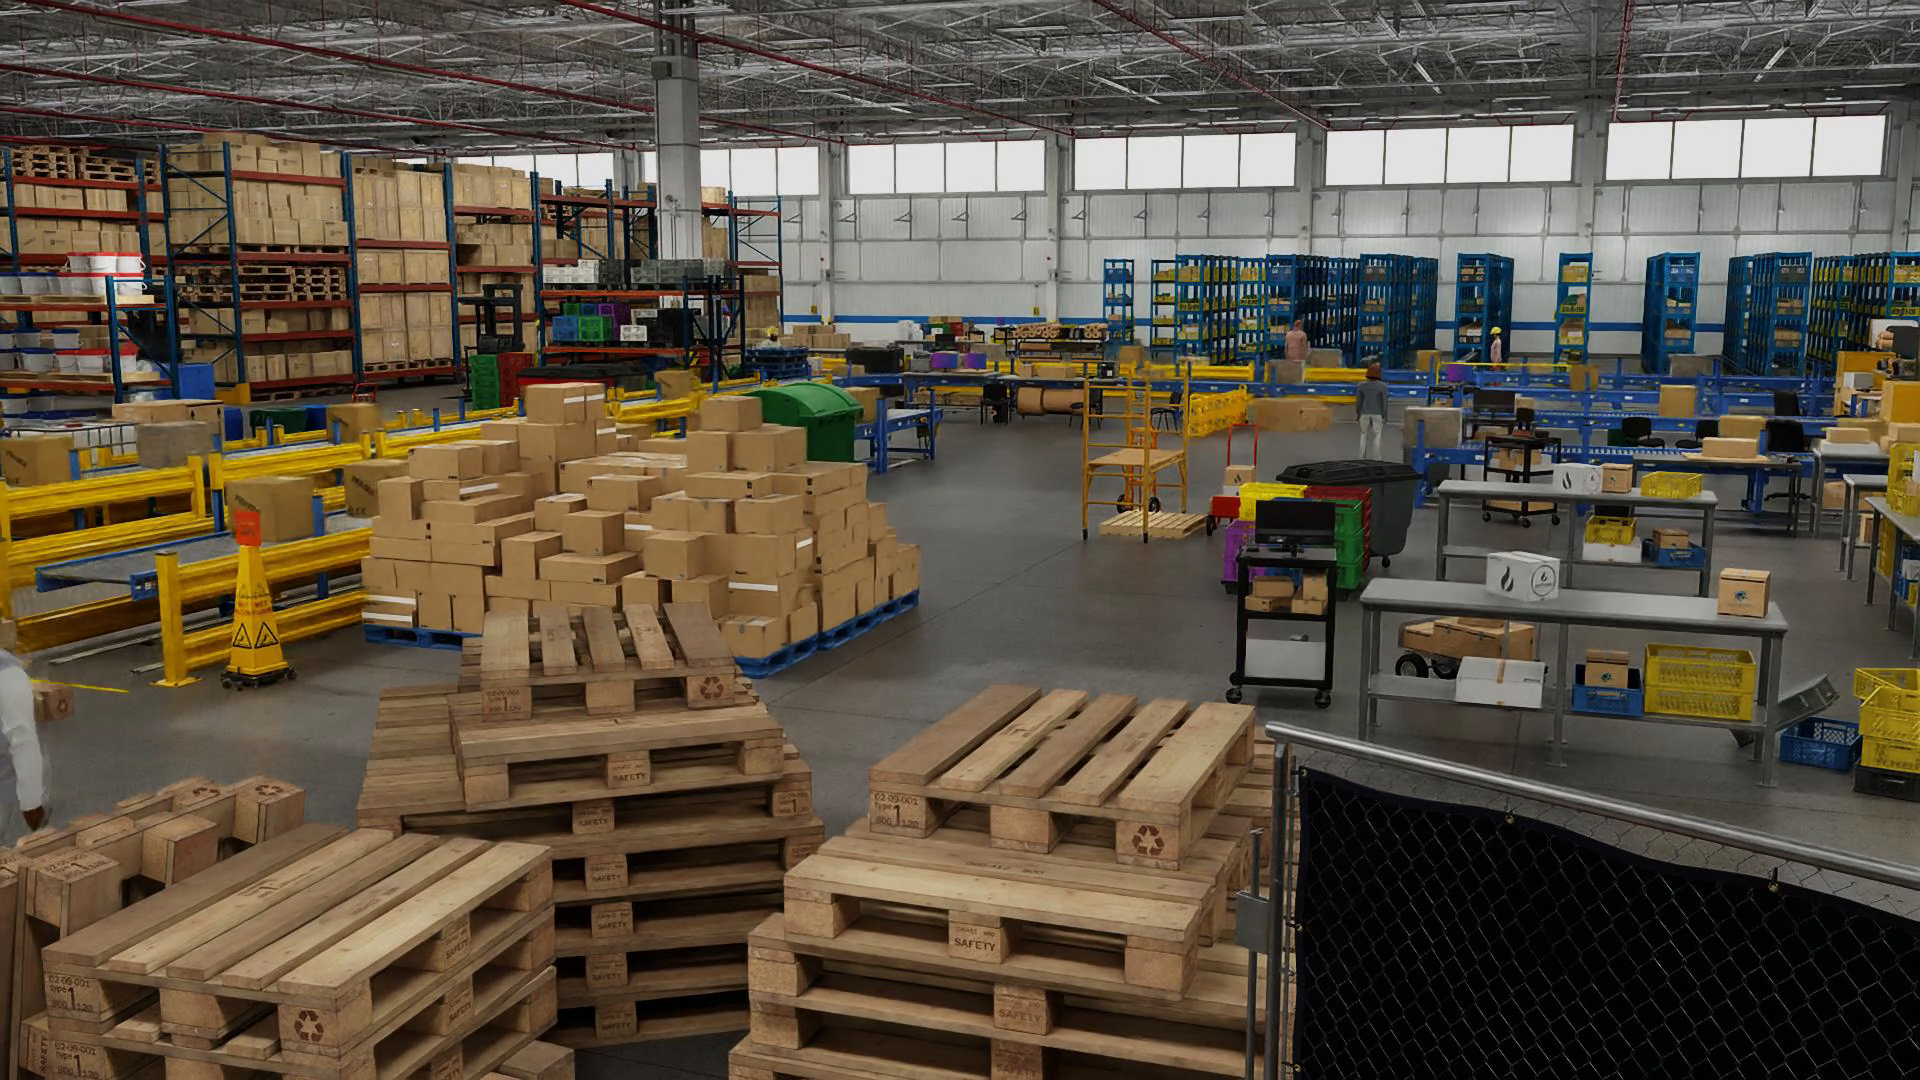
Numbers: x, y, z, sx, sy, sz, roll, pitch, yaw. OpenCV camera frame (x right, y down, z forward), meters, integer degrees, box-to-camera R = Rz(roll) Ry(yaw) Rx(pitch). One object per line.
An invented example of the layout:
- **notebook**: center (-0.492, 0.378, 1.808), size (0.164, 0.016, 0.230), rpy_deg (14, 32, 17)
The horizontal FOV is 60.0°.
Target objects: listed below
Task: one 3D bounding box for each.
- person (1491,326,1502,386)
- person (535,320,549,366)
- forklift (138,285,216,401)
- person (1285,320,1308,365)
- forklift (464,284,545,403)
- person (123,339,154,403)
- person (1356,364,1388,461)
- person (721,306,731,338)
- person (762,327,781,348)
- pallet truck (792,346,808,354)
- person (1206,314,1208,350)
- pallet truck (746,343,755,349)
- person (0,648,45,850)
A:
- **person**: center (13.238, -4.390, 41.134), size (0.306, 1.772, 0.525), rpy_deg (1, 9, 8)
- **person**: center (-12.239, -5.599, 48.924), size (0.496, 1.718, 0.732), rpy_deg (-5, 10, -26)
- **forklift**: center (-17.480, -4.200, 36.461), size (1.873, 2.768, 1.129), rpy_deg (3, 10, 19)
- **person**: center (8.564, -4.632, 42.235), size (0.399, 1.905, 0.643), rpy_deg (-8, 12, -42)
- **forklift**: center (-10.832, -4.702, 39.610), size (1.129, 2.768, 1.873), rpy_deg (3, 10, 20)
- **person**: center (-13.471, -2.277, 27.139), size (0.617, 1.989, 1.016), rpy_deg (5, 10, 28)
- **person**: center (6.519, -1.962, 26.310), size (0.509, 1.632, 0.266), rpy_deg (5, 10, 29)
- **person**: center (-8.320, -7.301, 58.850), size (0.405, 1.946, 0.609), rpy_deg (5, 10, 29)
- **person**: center (-4.434, -4.172, 39.623), size (0.474, 1.812, 0.619), rpy_deg (6, 11, 35)
- **pallet truck**: center (-3.705, -4.298, 42.022), size (0.653, 1.274, 1.630), rpy_deg (3, 10, 20)
- **person**: center (7.996, -6.555, 53.867), size (0.391, 2.040, 0.615), rpy_deg (3, 10, 18)
- **pallet truck**: center (-6.183, -4.618, 44.264), size (1.601, 1.201, 0.680), rpy_deg (-9, 12, -43)
- **person**: center (-4.179, 1.055, 6.865), size (0.615, 1.798, 0.831), rpy_deg (4, 10, 24)
